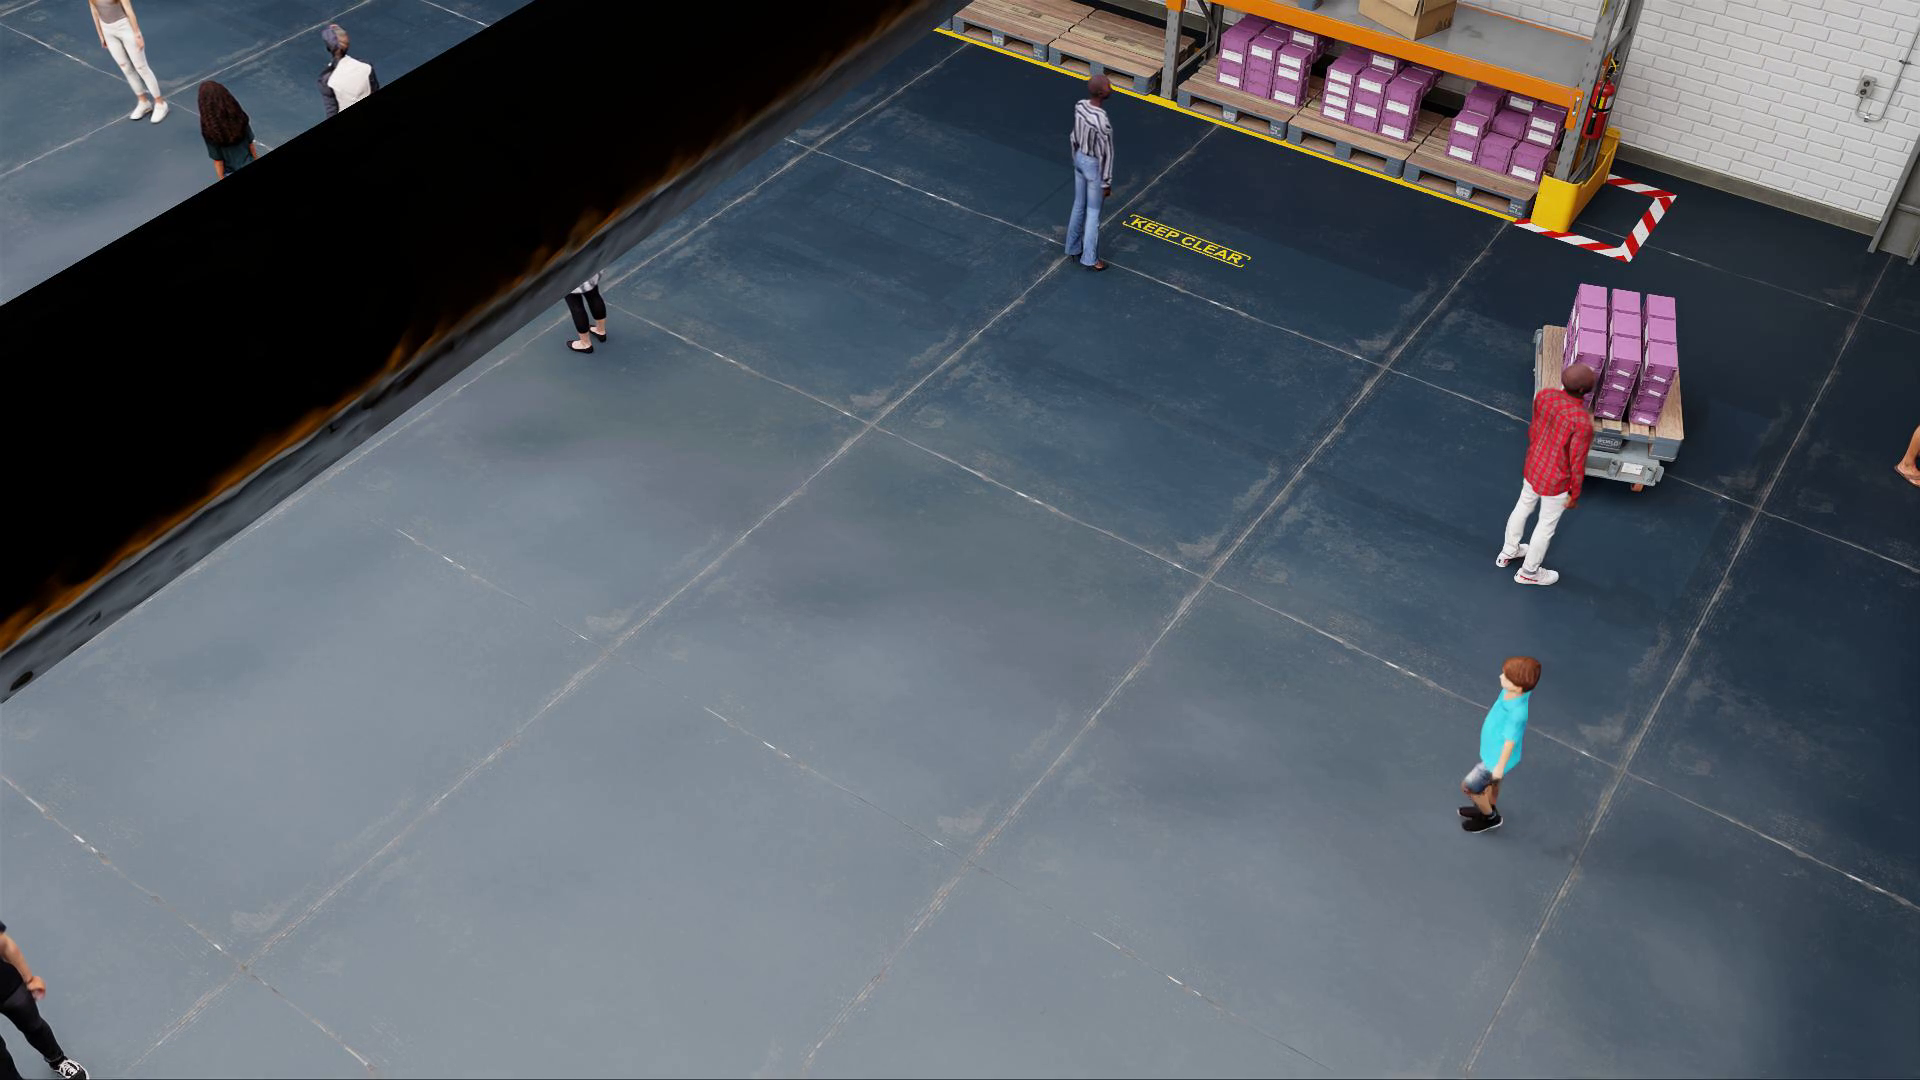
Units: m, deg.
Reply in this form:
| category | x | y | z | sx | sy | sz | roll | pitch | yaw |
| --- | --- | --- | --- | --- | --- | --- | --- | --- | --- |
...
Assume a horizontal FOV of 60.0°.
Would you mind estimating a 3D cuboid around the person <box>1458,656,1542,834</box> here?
| category | x | y | z | sx | sy | sz | roll | pitch | yaw |
| --- | --- | --- | --- | --- | --- | --- | --- | --- | --- |
| person | 3.250 | 1.231 | 9.788 | 0.632 | 1.439 | 0.613 | 9 | 44 | 10 |

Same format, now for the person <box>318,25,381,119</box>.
| category | x | y | z | sx | sy | sz | roll | pitch | yaw |
| --- | --- | --- | --- | --- | --- | --- | --- | --- | --- |
| person | -5.229 | -3.586 | 14.516 | 0.727 | 1.893 | 0.662 | -32 | 52 | -29 |

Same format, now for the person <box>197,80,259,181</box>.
| category | x | y | z | sx | sy | sz | roll | pitch | yaw |
| --- | --- | --- | --- | --- | --- | --- | --- | --- | --- |
| person | -6.207 | -3.186 | 14.297 | 0.591 | 1.616 | 0.601 | 28 | 50 | 26 |

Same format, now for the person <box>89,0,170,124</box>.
| category | x | y | z | sx | sy | sz | roll | pitch | yaw |
| --- | --- | --- | --- | --- | --- | --- | --- | --- | --- |
| person | -8.054 | -4.871 | 15.992 | 0.598 | 1.718 | 0.728 | 7 | 44 | 7 |

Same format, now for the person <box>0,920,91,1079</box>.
| category | x | y | z | sx | sy | sz | roll | pitch | yaw |
| --- | --- | --- | --- | --- | --- | --- | --- | --- | --- |
| person | -4.935 | 2.283 | 8.396 | 0.668 | 1.837 | 0.582 | -34 | 53 | -31 |

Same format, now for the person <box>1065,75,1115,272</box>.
| category | x | y | z | sx | sy | sz | roll | pitch | yaw |
| --- | --- | --- | --- | --- | --- | --- | --- | --- | --- |
| person | 1.111 | -3.115 | 14.093 | 0.771 | 1.794 | 0.634 | -22 | 48 | -21 |

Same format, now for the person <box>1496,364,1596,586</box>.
| category | x | y | z | sx | sy | sz | roll | pitch | yaw |
| --- | --- | --- | --- | --- | --- | --- | --- | --- | --- |
| person | 4.006 | -0.460 | 11.289 | 0.815 | 1.819 | 0.707 | -16 | 46 | -16 |
